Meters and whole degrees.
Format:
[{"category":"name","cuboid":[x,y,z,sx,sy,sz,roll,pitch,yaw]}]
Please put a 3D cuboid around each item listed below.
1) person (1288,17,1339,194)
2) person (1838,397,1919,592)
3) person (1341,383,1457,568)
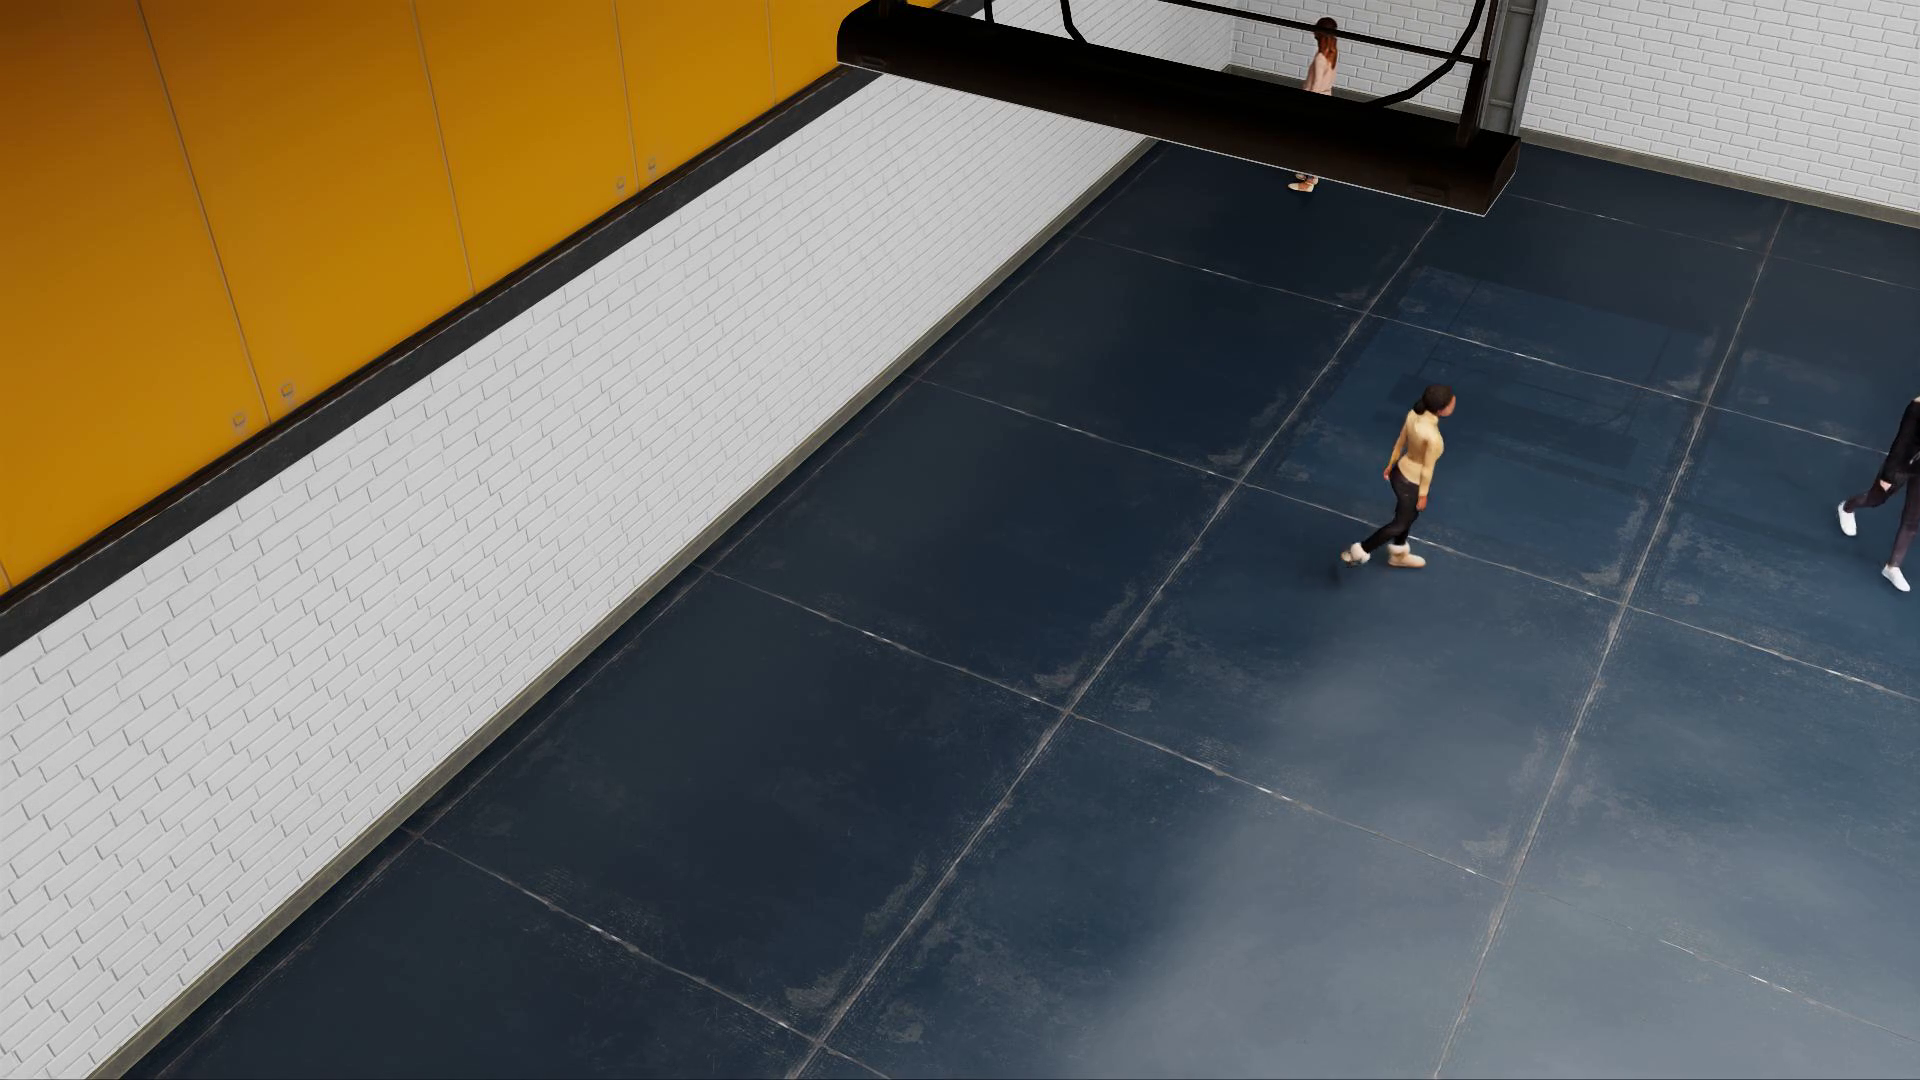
[{"category":"person","cuboid":[3.585,-4.362,16.673,0.524,1.792,0.589,18,42,21]},{"category":"person","cuboid":[6.791,-0.540,12.002,1.160,1.650,1.130,-4,39,-5]},{"category":"person","cuboid":[3.125,-0.399,11.842,1.012,1.629,0.879,-6,39,-7]}]
